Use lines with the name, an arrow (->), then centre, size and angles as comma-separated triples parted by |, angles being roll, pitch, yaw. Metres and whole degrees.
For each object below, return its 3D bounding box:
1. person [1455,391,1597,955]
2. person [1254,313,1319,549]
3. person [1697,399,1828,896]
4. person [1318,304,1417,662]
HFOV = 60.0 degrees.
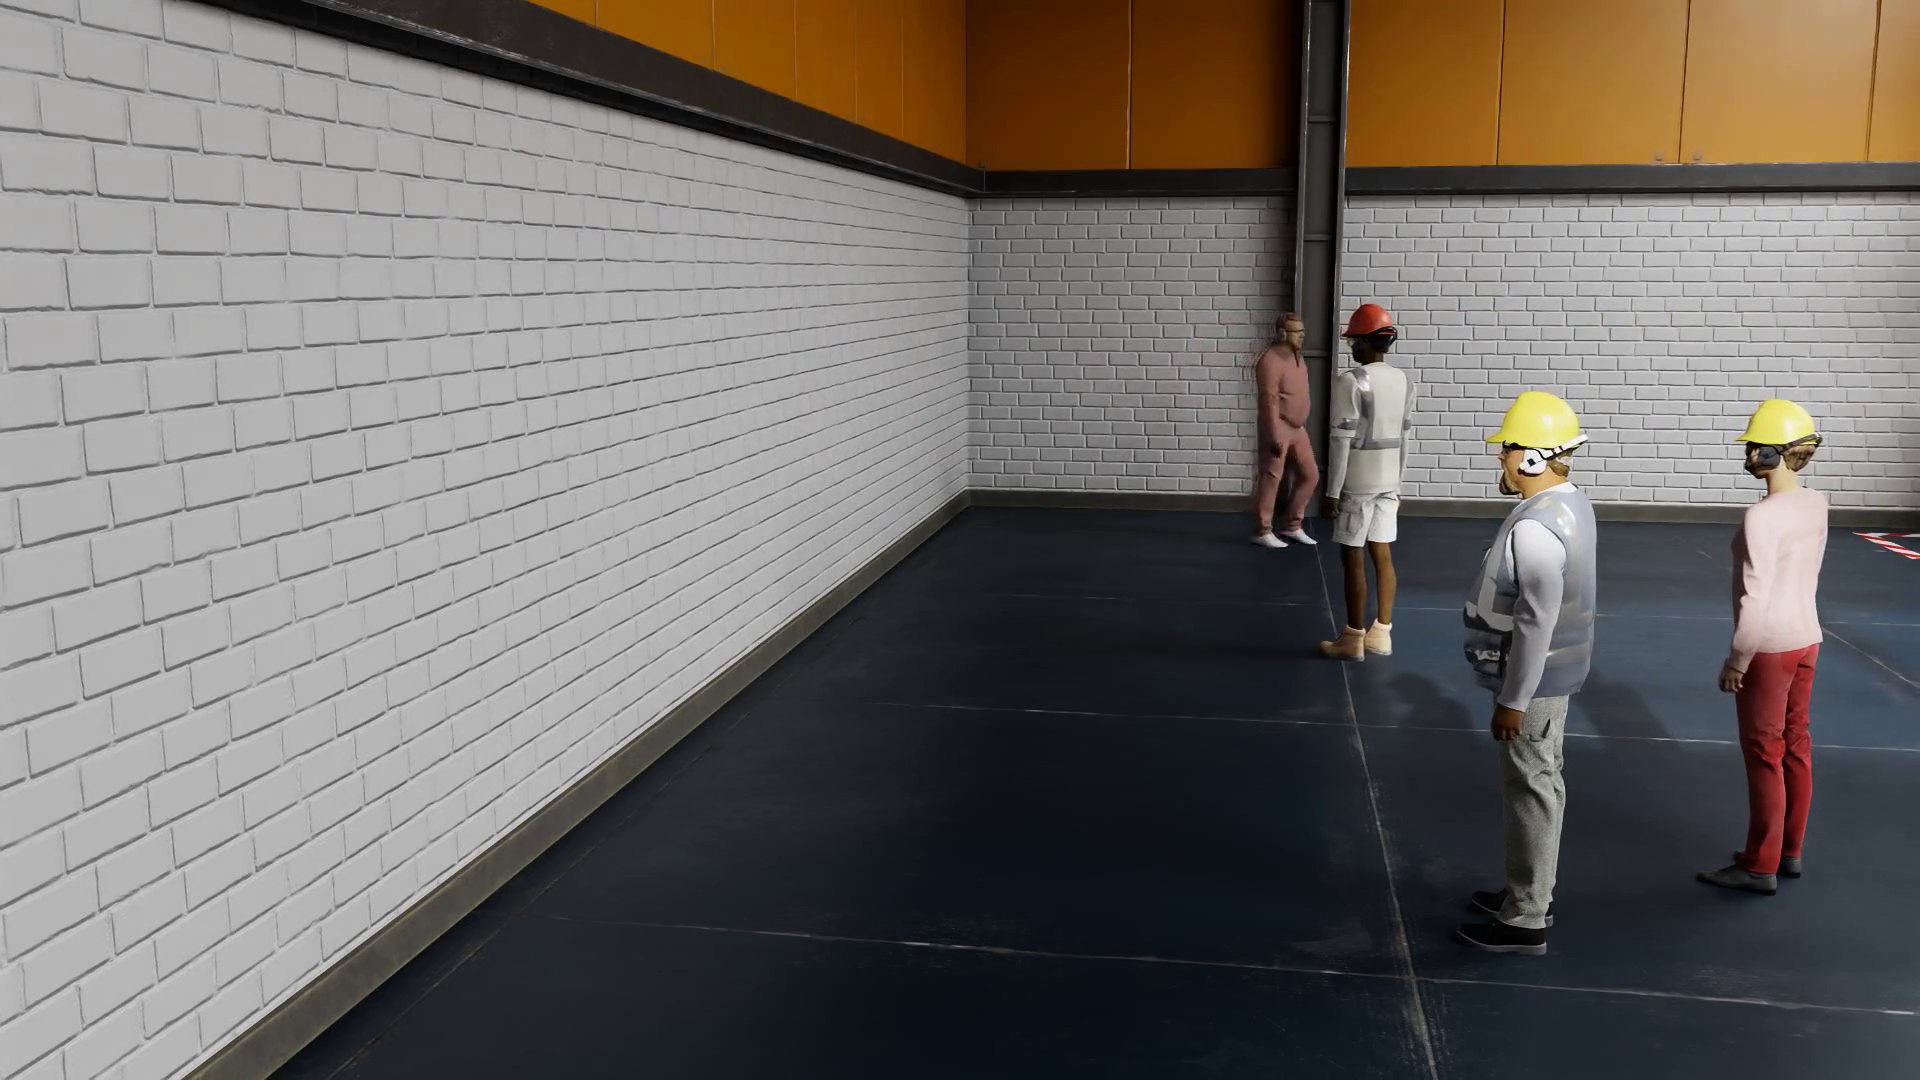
person -> 1.852, 0.432, 5.447 | 0.404, 1.833, 0.590 | 5, 10, 26
person -> 2.631, -0.857, 13.260 | 0.606, 1.885, 0.682 | 7, 12, 37
person -> 2.891, 0.383, 5.959 | 0.522, 1.769, 0.318 | -8, 12, -40
person -> 2.322, -0.326, 9.550 | 0.607, 2.038, 0.395 | -6, 11, -35
